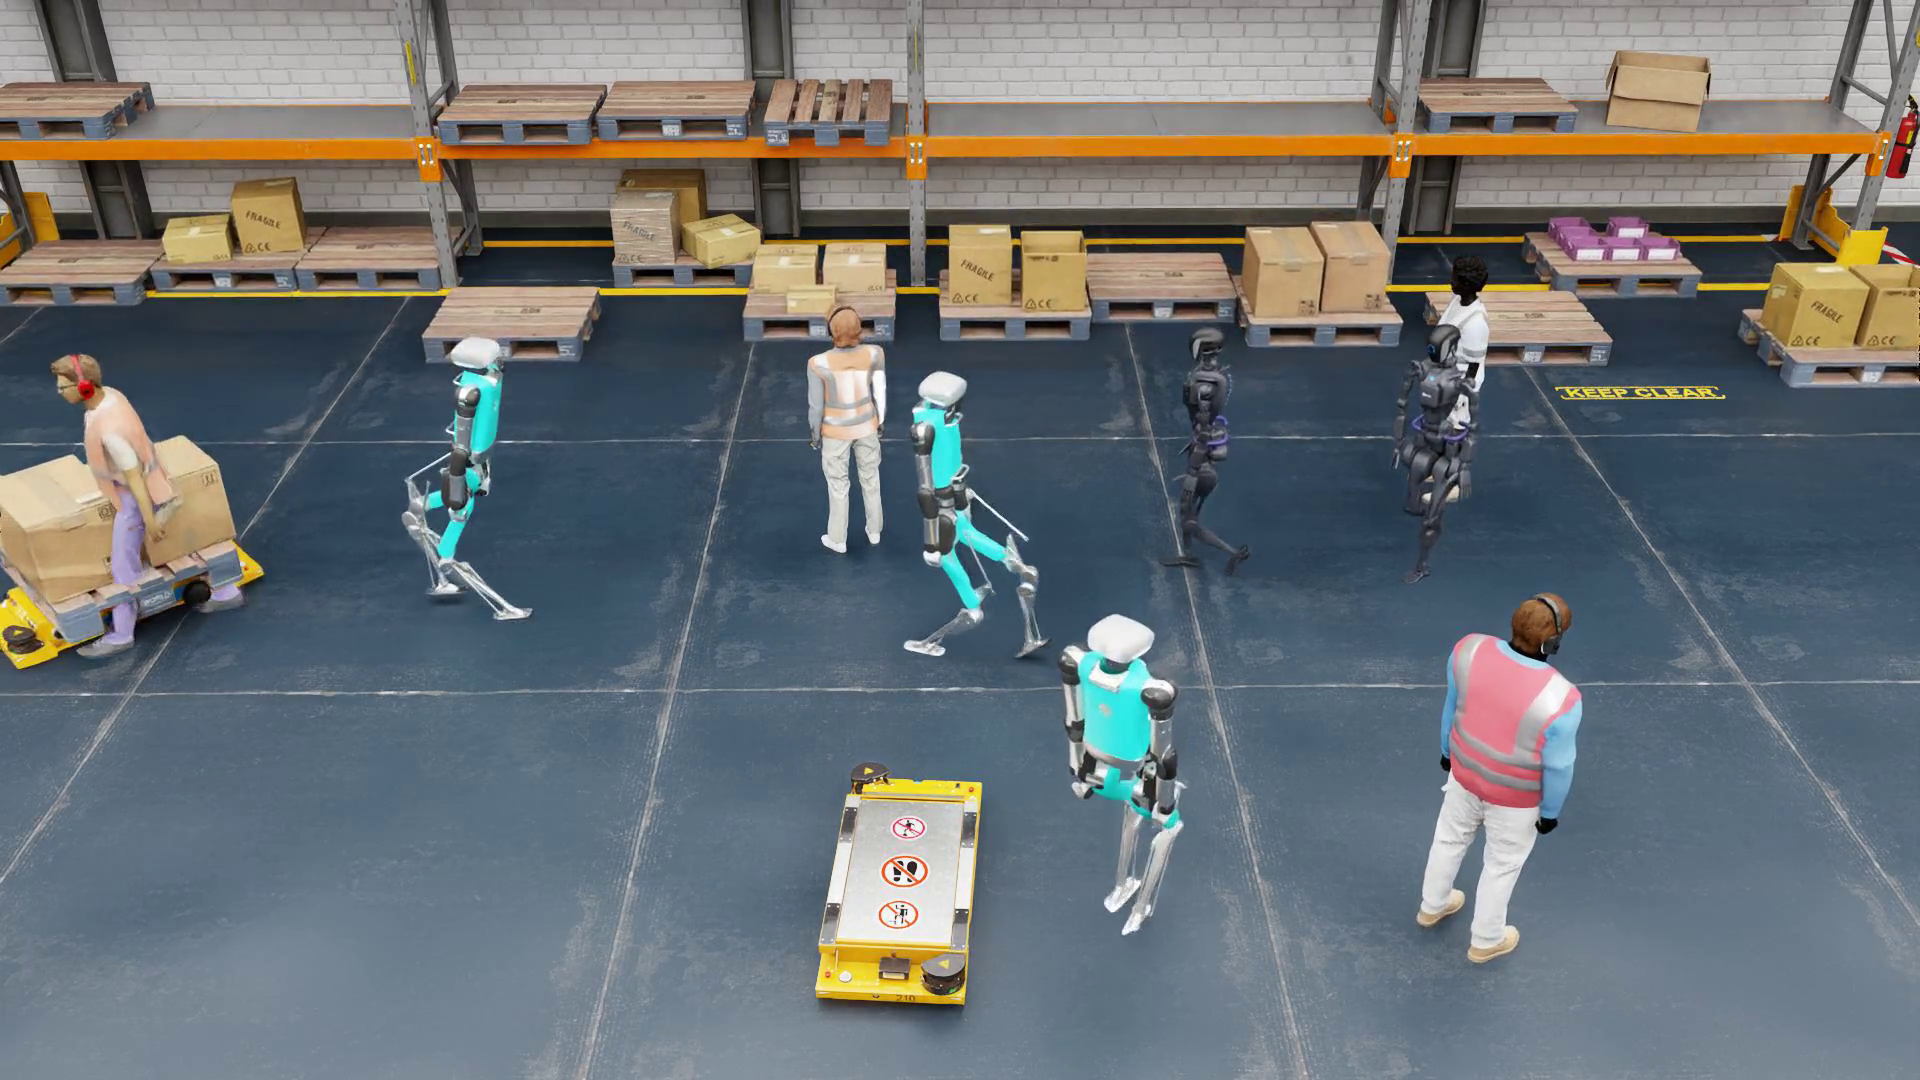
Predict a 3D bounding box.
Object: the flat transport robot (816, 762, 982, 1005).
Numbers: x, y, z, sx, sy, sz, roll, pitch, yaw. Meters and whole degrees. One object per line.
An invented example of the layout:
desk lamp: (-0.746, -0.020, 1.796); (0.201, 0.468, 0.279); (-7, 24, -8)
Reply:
flat transport robot: (-0.258, 1.576, 7.787); (0.659, 0.231, 1.431); (2, 31, 3)

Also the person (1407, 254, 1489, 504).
person: (3.201, -1.038, 10.748); (0.322, 1.698, 0.532); (0, 31, 0)

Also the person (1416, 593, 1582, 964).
person: (2.344, 1.022, 7.199); (0.431, 1.835, 0.628); (-22, 38, -32)

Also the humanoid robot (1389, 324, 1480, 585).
humanoid robot: (2.907, -0.554, 9.990); (0.612, 1.632, 0.591); (-25, 39, -35)

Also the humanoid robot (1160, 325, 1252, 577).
humanoid robot: (1.517, -0.523, 9.922); (0.536, 1.635, 0.589); (3, 31, 5)

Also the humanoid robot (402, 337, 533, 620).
humanoid robot: (-2.982, -0.330, 9.573); (0.920, 1.763, 0.550); (3, 31, 4)

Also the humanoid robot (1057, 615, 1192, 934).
humanoid robot: (0.797, 0.992, 7.334); (0.530, 1.766, 0.788); (20, 36, 30)

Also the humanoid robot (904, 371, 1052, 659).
humanoid robot: (0.170, -0.043, 9.098); (0.997, 1.777, 0.533); (10, 32, 16)

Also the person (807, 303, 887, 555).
person: (-0.680, -0.669, 10.191); (0.513, 1.640, 0.306); (-14, 34, -22)

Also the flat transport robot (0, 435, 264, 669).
flat transport robot: (-5.004, 0.288, 9.931); (1.431, 0.231, 0.659); (-26, 40, -37)

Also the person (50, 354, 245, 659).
person: (-4.650, -0.240, 9.338); (0.905, 1.796, 0.597); (-14, 34, -22)
